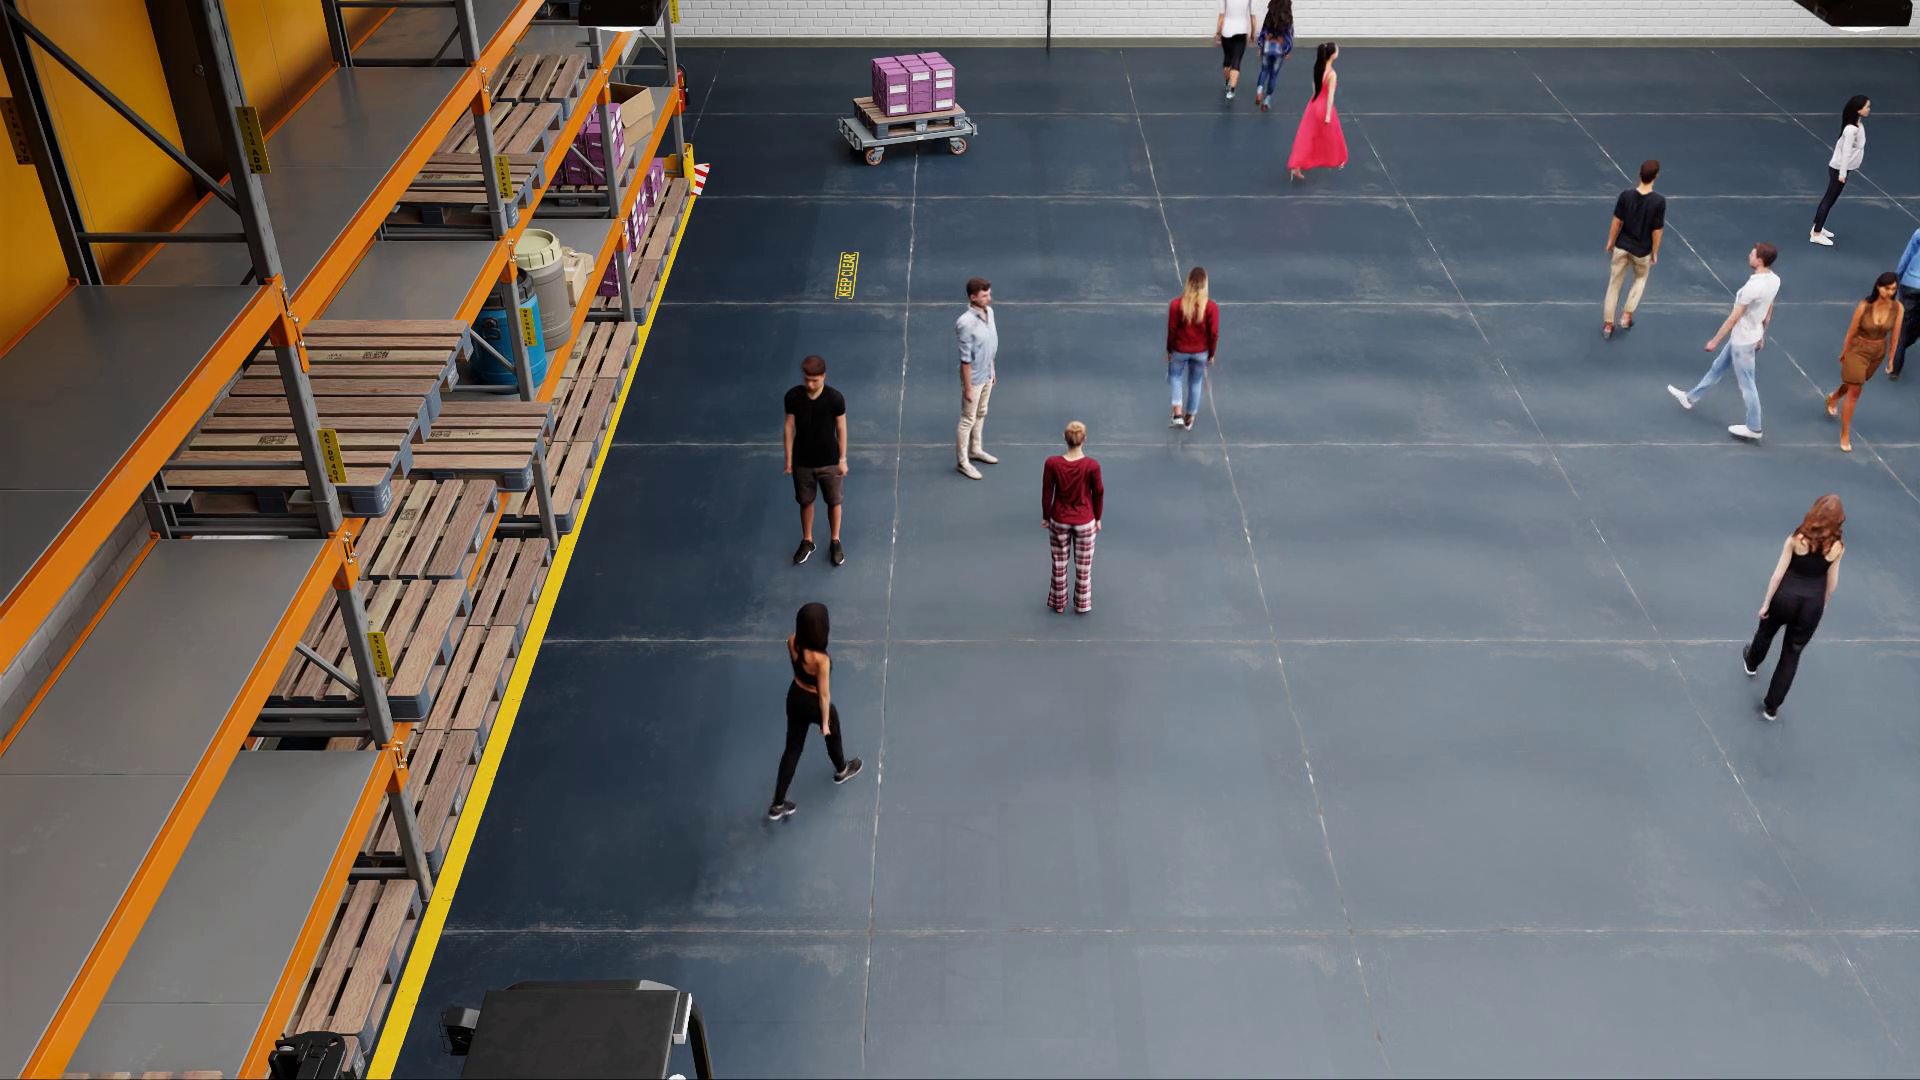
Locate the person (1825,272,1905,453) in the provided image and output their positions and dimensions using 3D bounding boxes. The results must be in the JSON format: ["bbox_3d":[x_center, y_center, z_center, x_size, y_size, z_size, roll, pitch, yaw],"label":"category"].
[{"bbox_3d":[8.180,-1.688,15.100,0.587,1.642,1.087,2,34,3],"label":"person"}]

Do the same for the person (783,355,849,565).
[{"bbox_3d":[-1.143,-0.669,13.372,0.689,1.858,0.596,3,34,4],"label":"person"}]

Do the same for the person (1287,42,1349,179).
[{"bbox_3d":[4.337,-5.194,20.350,1.029,1.669,1.137,-18,38,-25],"label":"person"}]

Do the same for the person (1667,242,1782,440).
[{"bbox_3d":[7.187,-1.751,15.057,1.247,1.793,1.207,27,42,35],"label":"person"}]

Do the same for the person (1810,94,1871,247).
[{"bbox_3d":[9.975,-4.213,18.846,0.763,1.699,0.646,16,37,23],"label":"person"}]

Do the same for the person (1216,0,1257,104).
[{"bbox_3d":[3.772,-6.923,22.814,0.842,1.821,1.266,6,34,9],"label":"person"}]

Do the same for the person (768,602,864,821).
[{"bbox_3d":[-1.047,1.134,10.883,0.969,1.609,1.130,22,40,30],"label":"person"}]

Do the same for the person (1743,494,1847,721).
[{"bbox_3d":[5.901,0.510,11.731,0.813,1.710,1.081,10,35,14],"label":"person"}]

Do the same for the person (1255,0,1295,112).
[{"bbox_3d":[4.226,-6.581,22.486,0.777,1.614,0.827,12,36,18],"label":"person"}]

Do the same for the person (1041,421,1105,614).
[{"bbox_3d":[0.864,-0.180,12.771,0.641,1.708,0.534,4,34,6],"label":"person"}]

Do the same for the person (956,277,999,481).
[{"bbox_3d":[0.141,-1.448,14.553,0.791,1.848,0.661,17,37,24],"label":"person"}]

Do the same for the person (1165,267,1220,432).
[{"bbox_3d":[2.085,-1.678,15.105,0.635,1.620,0.722,3,34,4],"label":"person"}]

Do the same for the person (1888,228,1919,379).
[{"bbox_3d":[9.301,-2.415,16.071,1.002,1.778,1.228,15,36,21],"label":"person"}]

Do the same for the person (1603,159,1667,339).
[{"bbox_3d":[6.743,-2.883,16.717,0.814,1.842,0.851,17,37,24],"label":"person"}]
